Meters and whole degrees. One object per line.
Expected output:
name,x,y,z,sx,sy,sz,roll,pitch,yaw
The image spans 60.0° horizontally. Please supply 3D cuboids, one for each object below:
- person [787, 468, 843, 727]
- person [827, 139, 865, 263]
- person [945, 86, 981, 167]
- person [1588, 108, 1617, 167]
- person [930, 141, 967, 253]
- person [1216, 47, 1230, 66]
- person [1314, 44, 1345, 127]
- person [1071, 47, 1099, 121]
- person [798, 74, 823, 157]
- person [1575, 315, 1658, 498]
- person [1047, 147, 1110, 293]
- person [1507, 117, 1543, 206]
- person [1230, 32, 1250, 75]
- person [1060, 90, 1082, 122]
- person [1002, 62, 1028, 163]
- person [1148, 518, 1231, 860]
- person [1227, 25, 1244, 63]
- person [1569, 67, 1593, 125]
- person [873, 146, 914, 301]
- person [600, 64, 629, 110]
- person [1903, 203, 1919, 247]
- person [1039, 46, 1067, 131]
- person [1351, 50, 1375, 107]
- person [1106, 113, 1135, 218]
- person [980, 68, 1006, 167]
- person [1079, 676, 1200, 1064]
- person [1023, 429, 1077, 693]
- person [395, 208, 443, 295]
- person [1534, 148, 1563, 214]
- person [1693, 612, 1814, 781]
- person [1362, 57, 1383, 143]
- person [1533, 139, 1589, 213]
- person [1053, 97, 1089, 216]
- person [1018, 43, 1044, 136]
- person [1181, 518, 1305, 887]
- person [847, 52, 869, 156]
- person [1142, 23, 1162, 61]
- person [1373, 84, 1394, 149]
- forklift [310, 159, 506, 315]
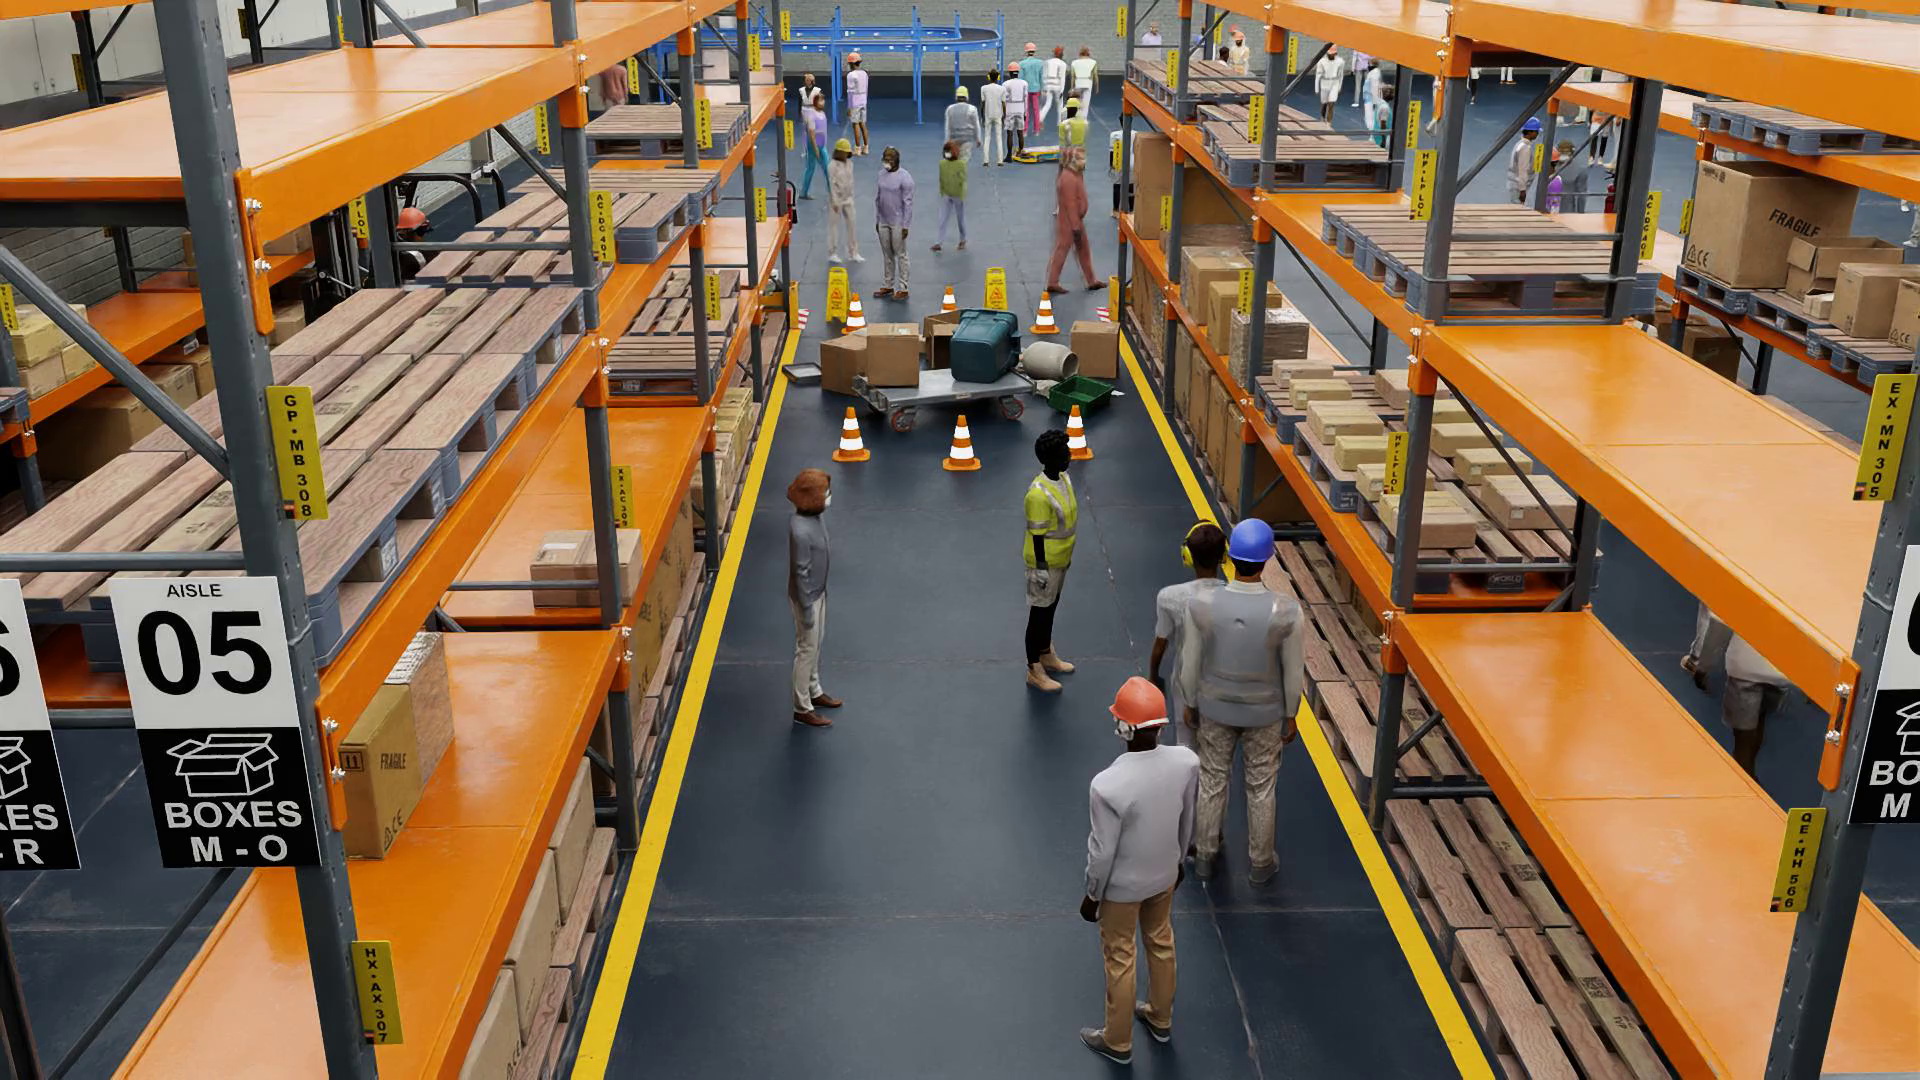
person,-0.891,0.339,10.039,0.291,1.625,0.506,2,21,6
person,-1.645,-4.763,23.380,0.499,1.735,0.435,-19,28,-41
person,0.084,-7.139,29.572,0.597,1.788,0.913,7,22,18
person,12.420,-8.040,32.124,0.549,1.657,0.841,5,21,14
person,-0.133,-4.952,24.061,0.515,1.587,0.843,11,23,26
person,5.733,-9.925,36.781,0.400,1.906,0.599,-5,21,-12
person,8.301,-10.210,37.468,0.623,1.974,1.060,3,21,8
person,2.854,-10.323,37.986,0.593,1.795,0.968,6,21,14
person,-3.004,-8.522,33.440,0.524,1.636,0.308,7,22,17
person,5.434,-1.186,13.762,0.506,1.846,0.345,-3,21,-8
person,1.548,-4.102,21.442,0.913,1.866,0.677,4,21,10
person,8.102,-5.106,24.001,0.418,1.940,0.604,5,21,13
person,6.852,-11.519,40.961,0.394,1.929,0.542,-19,28,-41
person,1.939,-6.776,28.542,0.429,1.844,0.627,6,22,17
person,1.059,-8.421,32.765,0.543,1.931,0.387,-8,22,-20
person,1.236,0.772,8.566,0.570,1.855,0.421,2,21,4
person,7.724,-13.580,46.709,0.387,1.714,0.583,-11,23,-27
person,14.478,-10.488,38.657,0.507,1.623,0.289,-18,27,-39
person,-0.850,-4.025,21.138,0.631,1.939,0.372,19,28,41
person,-7.370,-9.472,35.471,0.614,1.982,0.591,2,21,6
person,14.310,-5.195,24.512,0.485,1.736,0.321,-1,21,-2
person,2.088,-10.188,37.552,0.591,1.860,0.852,16,26,36
person,10.195,-11.948,42.095,0.594,1.922,0.384,-1,21,-3
person,2.620,-6.018,26.777,0.580,1.672,0.502,-4,21,-11
person,0.644,-8.160,32.185,0.502,1.861,0.328,1,21,4
person,0.736,1.395,7.065,0.576,1.749,0.334,-14,25,-33
person,0.571,0.117,10.524,0.318,1.697,0.535,8,22,19
person,-5.229,-2.218,16.229,0.409,2.031,0.605,4,21,10
person,7.399,-4.013,21.114,0.376,1.932,0.543,1,21,3
person,4.226,0.620,8.898,0.586,1.903,0.827,0,21,0
person,8.749,-9.283,35.228,0.482,1.805,0.665,6,21,15
person,7.872,-4.301,21.890,0.658,1.925,0.638,13,24,30
person,1.789,-6.158,26.839,0.595,1.892,0.594,-12,24,-29
person,1.541,-9.904,36.594,0.622,1.993,0.381,-8,22,-21
person,1.403,0.824,8.304,0.603,1.949,0.389,6,22,16
person,-2.098,-8.820,33.690,0.426,2.035,0.601,12,24,29
person,5.160,-12.868,44.552,0.642,1.909,0.399,-14,25,-32
person,7.493,-7.135,29.503,0.340,1.839,0.502,2,21,7
forklift,-5.622,-2.910,17.832,2.313,2.155,1.214,-1,21,-1
